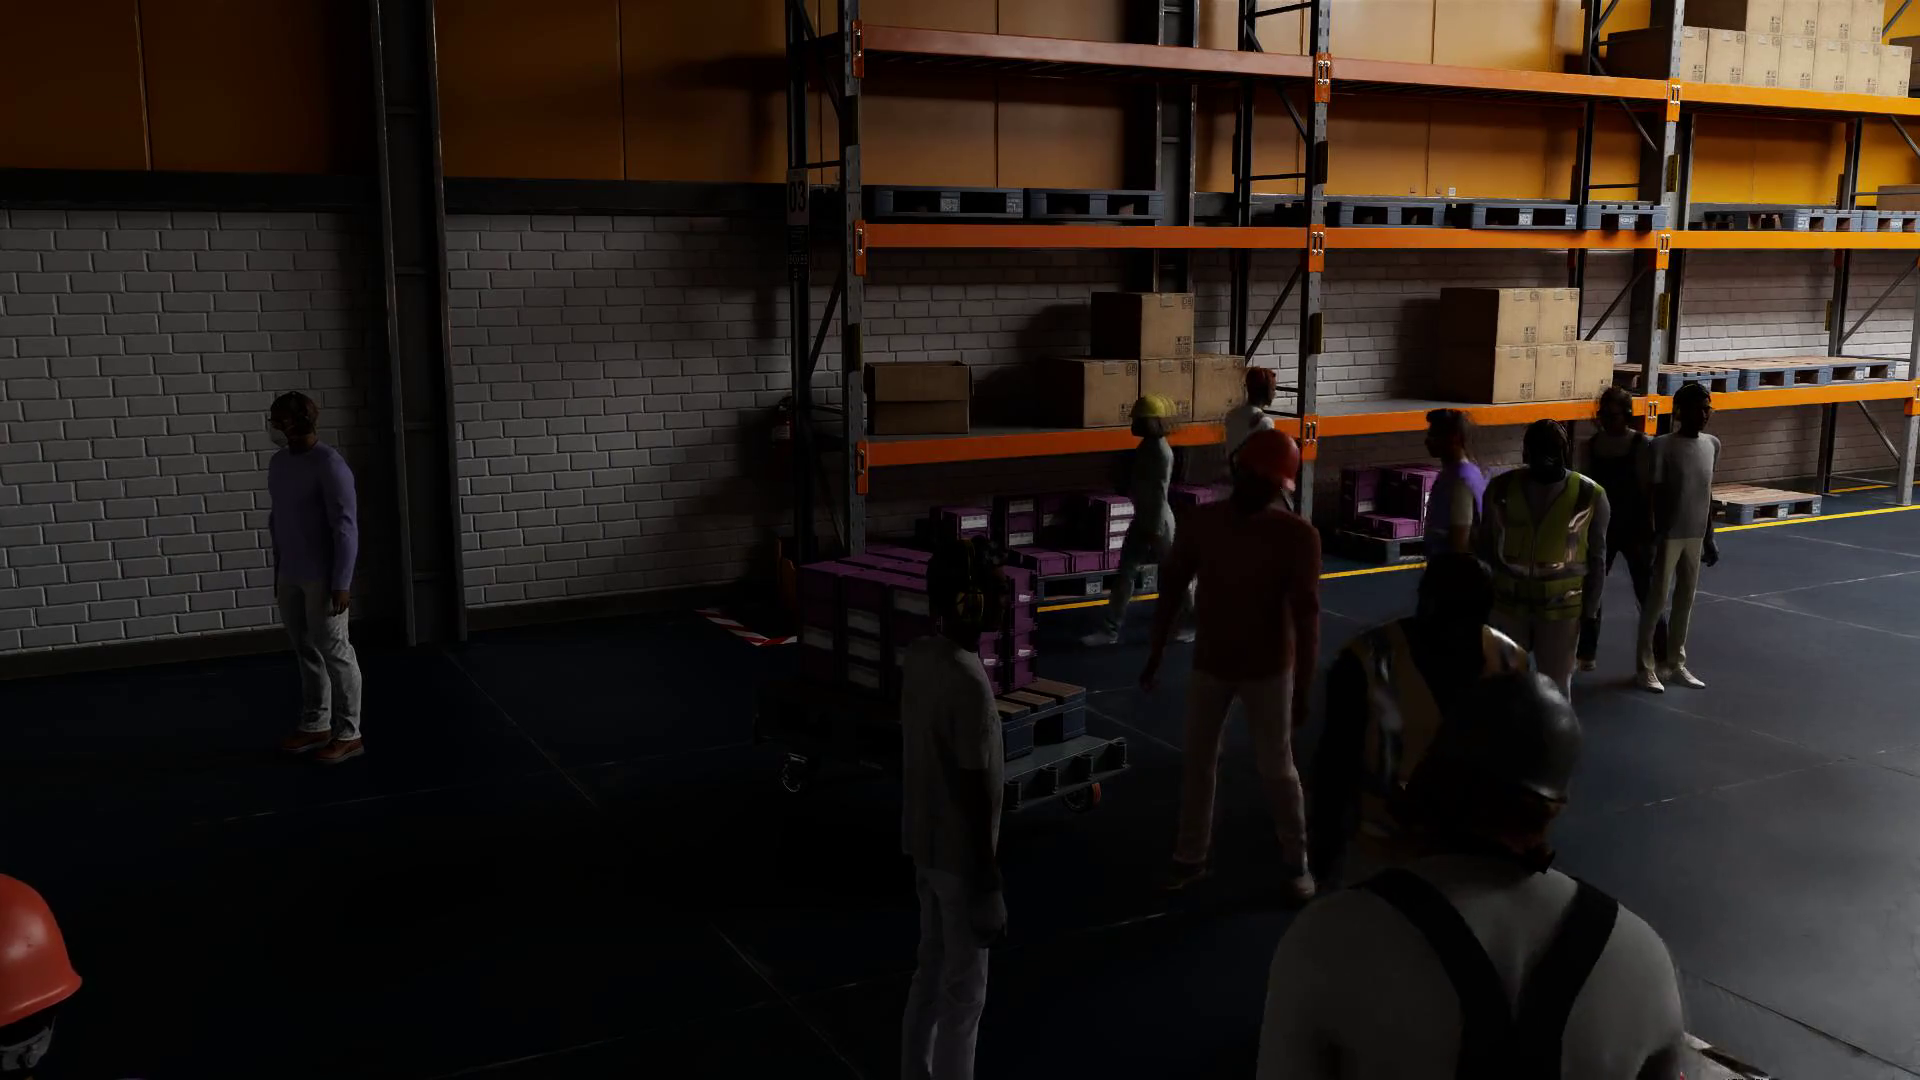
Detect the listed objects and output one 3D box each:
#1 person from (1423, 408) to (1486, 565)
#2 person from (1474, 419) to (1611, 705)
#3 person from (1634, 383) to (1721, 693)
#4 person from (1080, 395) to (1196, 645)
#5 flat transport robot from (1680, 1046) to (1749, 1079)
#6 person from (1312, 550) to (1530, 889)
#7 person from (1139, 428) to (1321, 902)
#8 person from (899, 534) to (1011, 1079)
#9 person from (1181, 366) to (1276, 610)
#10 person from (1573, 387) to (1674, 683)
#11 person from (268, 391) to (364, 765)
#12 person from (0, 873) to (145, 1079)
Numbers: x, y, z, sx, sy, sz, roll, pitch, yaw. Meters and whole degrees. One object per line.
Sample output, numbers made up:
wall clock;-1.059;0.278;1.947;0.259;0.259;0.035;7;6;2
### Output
person;2.736;0.199;8.946;0.639;1.826;0.566;2;10;9
person;2.809;0.329;8.123;0.620;1.845;0.430;5;11;26
person;4.343;-0.010;10.023;0.534;1.859;0.309;-3;10;-17
person;1.288;-0.127;11.165;0.886;1.697;0.499;-3;10;-17
flat transport robot;1.880;1.614;5.240;0.652;0.197;1.431;-4;11;-24
person;1.382;0.869;5.163;0.649;1.802;0.854;-1;10;-4
person;1.118;0.505;6.793;0.748;1.964;0.452;6;12;31
person;-0.007;0.907;4.715;0.309;1.868;0.534;-4;11;-22
person;2.016;-0.331;11.940;0.983;1.846;0.565;-5;11;-27
person;4.092;-0.037;10.276;0.428;1.831;0.663;-9;13;-42
person;-3.356;0.193;8.622;0.633;1.938;0.356;7;12;36
person;-1.166;1.331;2.079;0.373;1.934;0.551;2;10;9
